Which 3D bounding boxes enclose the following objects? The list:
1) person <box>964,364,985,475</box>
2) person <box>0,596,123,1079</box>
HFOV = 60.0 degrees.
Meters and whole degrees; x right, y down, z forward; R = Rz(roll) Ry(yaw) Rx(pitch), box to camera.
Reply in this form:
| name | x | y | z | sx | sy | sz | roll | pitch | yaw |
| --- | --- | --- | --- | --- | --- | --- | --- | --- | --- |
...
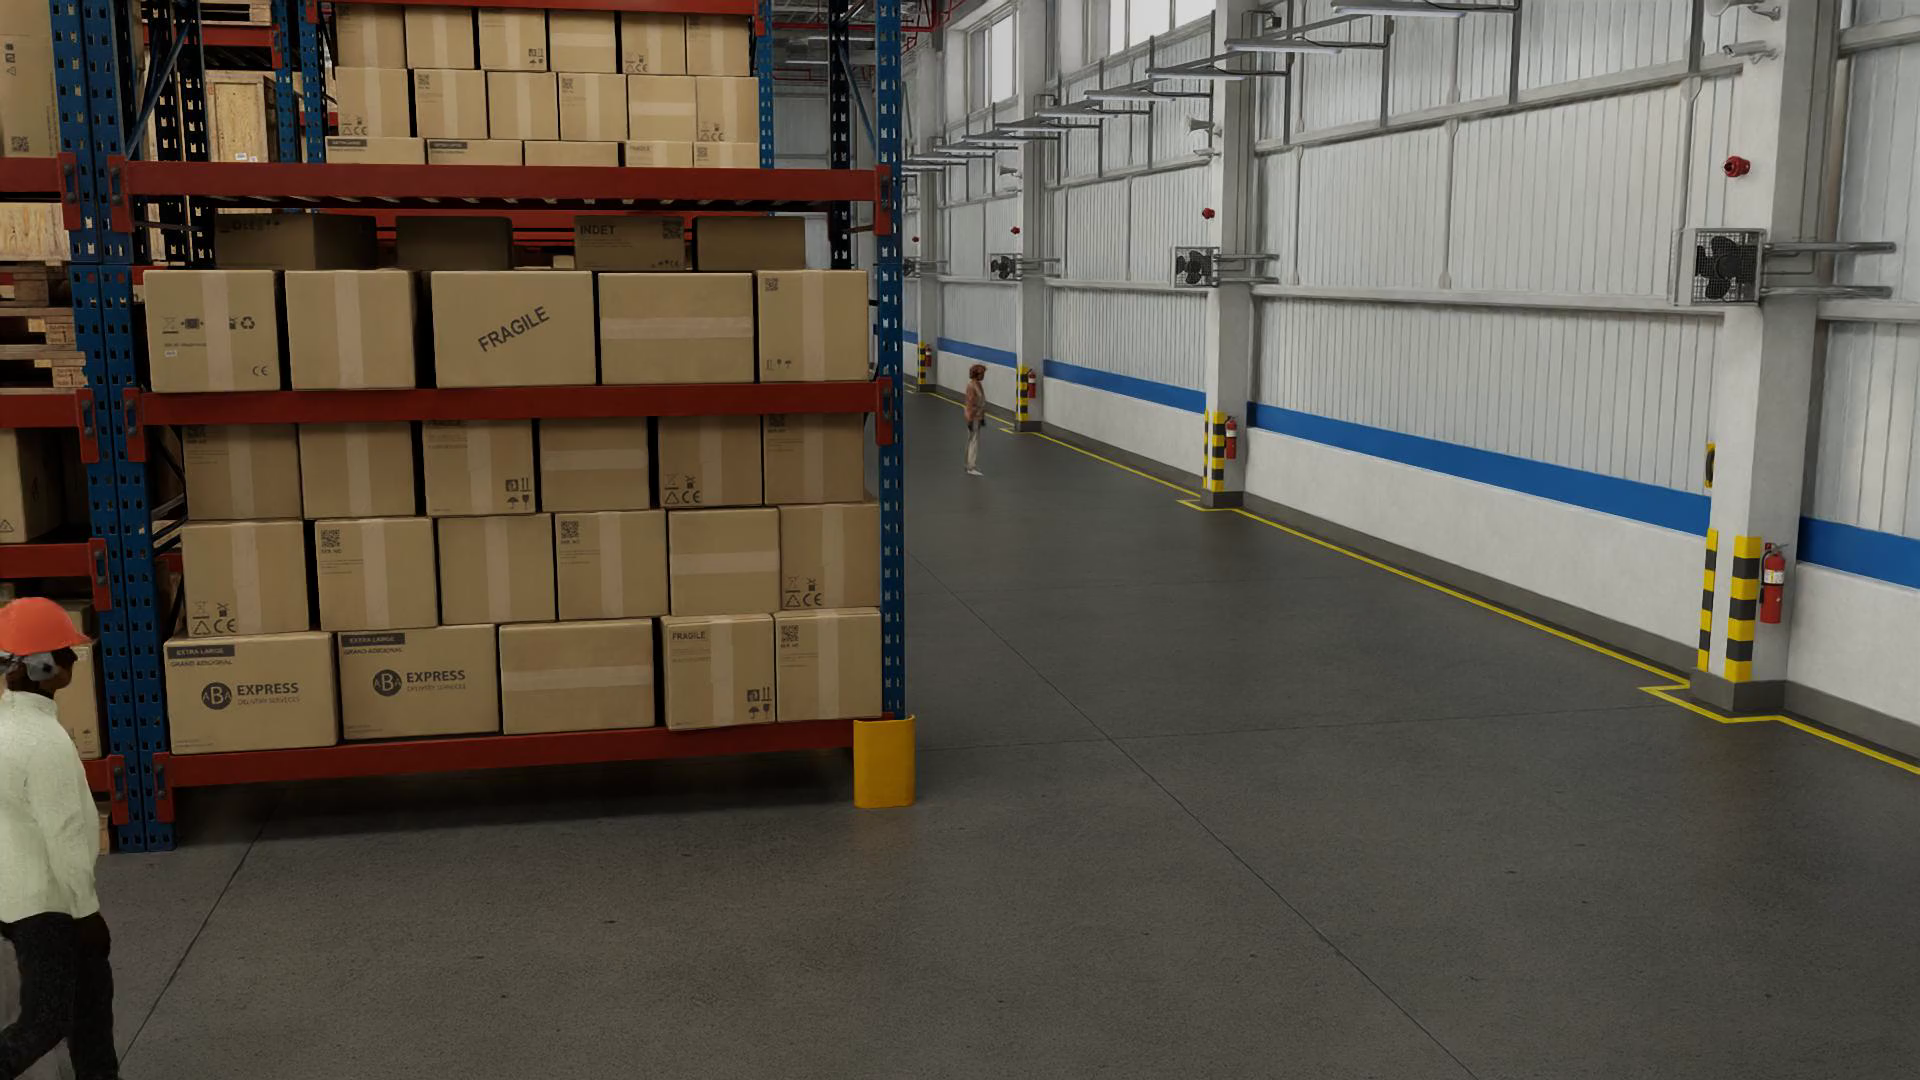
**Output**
| name | x | y | z | sx | sy | sz | roll | pitch | yaw |
| --- | --- | --- | --- | --- | --- | --- | --- | --- | --- |
| person | 0.220 | -1.773 | 24.453 | 0.337 | 1.631 | 0.527 | 2 | 10 | 13 |
| person | -3.101 | 1.169 | 5.455 | 0.882 | 1.970 | 0.609 | -8 | 12 | -41 |
